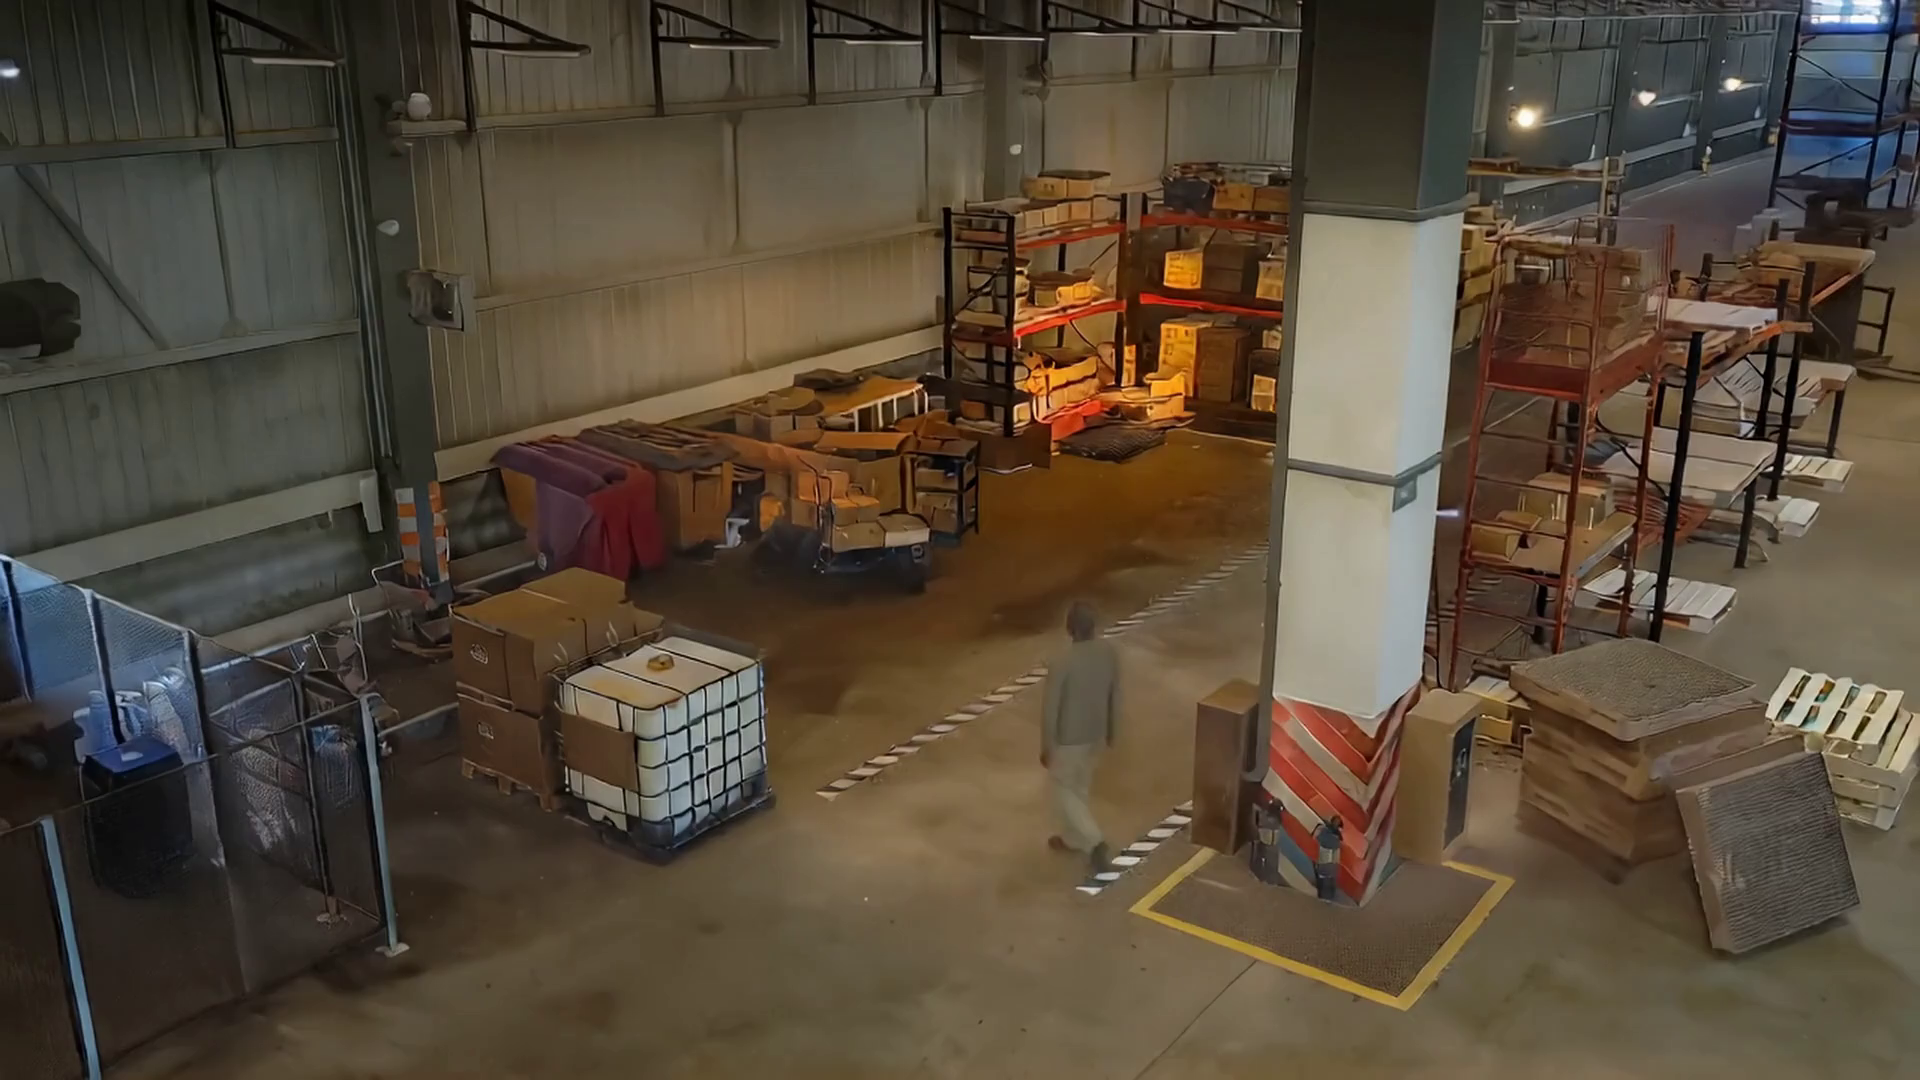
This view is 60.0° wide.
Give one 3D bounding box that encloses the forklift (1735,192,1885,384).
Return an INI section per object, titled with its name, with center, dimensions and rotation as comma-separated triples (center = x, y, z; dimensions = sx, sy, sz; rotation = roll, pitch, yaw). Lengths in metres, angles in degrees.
[forklift]
center = 13.244, -3.924, 25.628
dimensions = 1.129, 2.768, 1.873
rotation = -10, 20, -27

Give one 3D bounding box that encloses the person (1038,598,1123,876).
[person]
center = 0.837, 1.322, 11.085
dimensions = 0.642, 1.927, 0.646
rotation = -15, 23, -38
